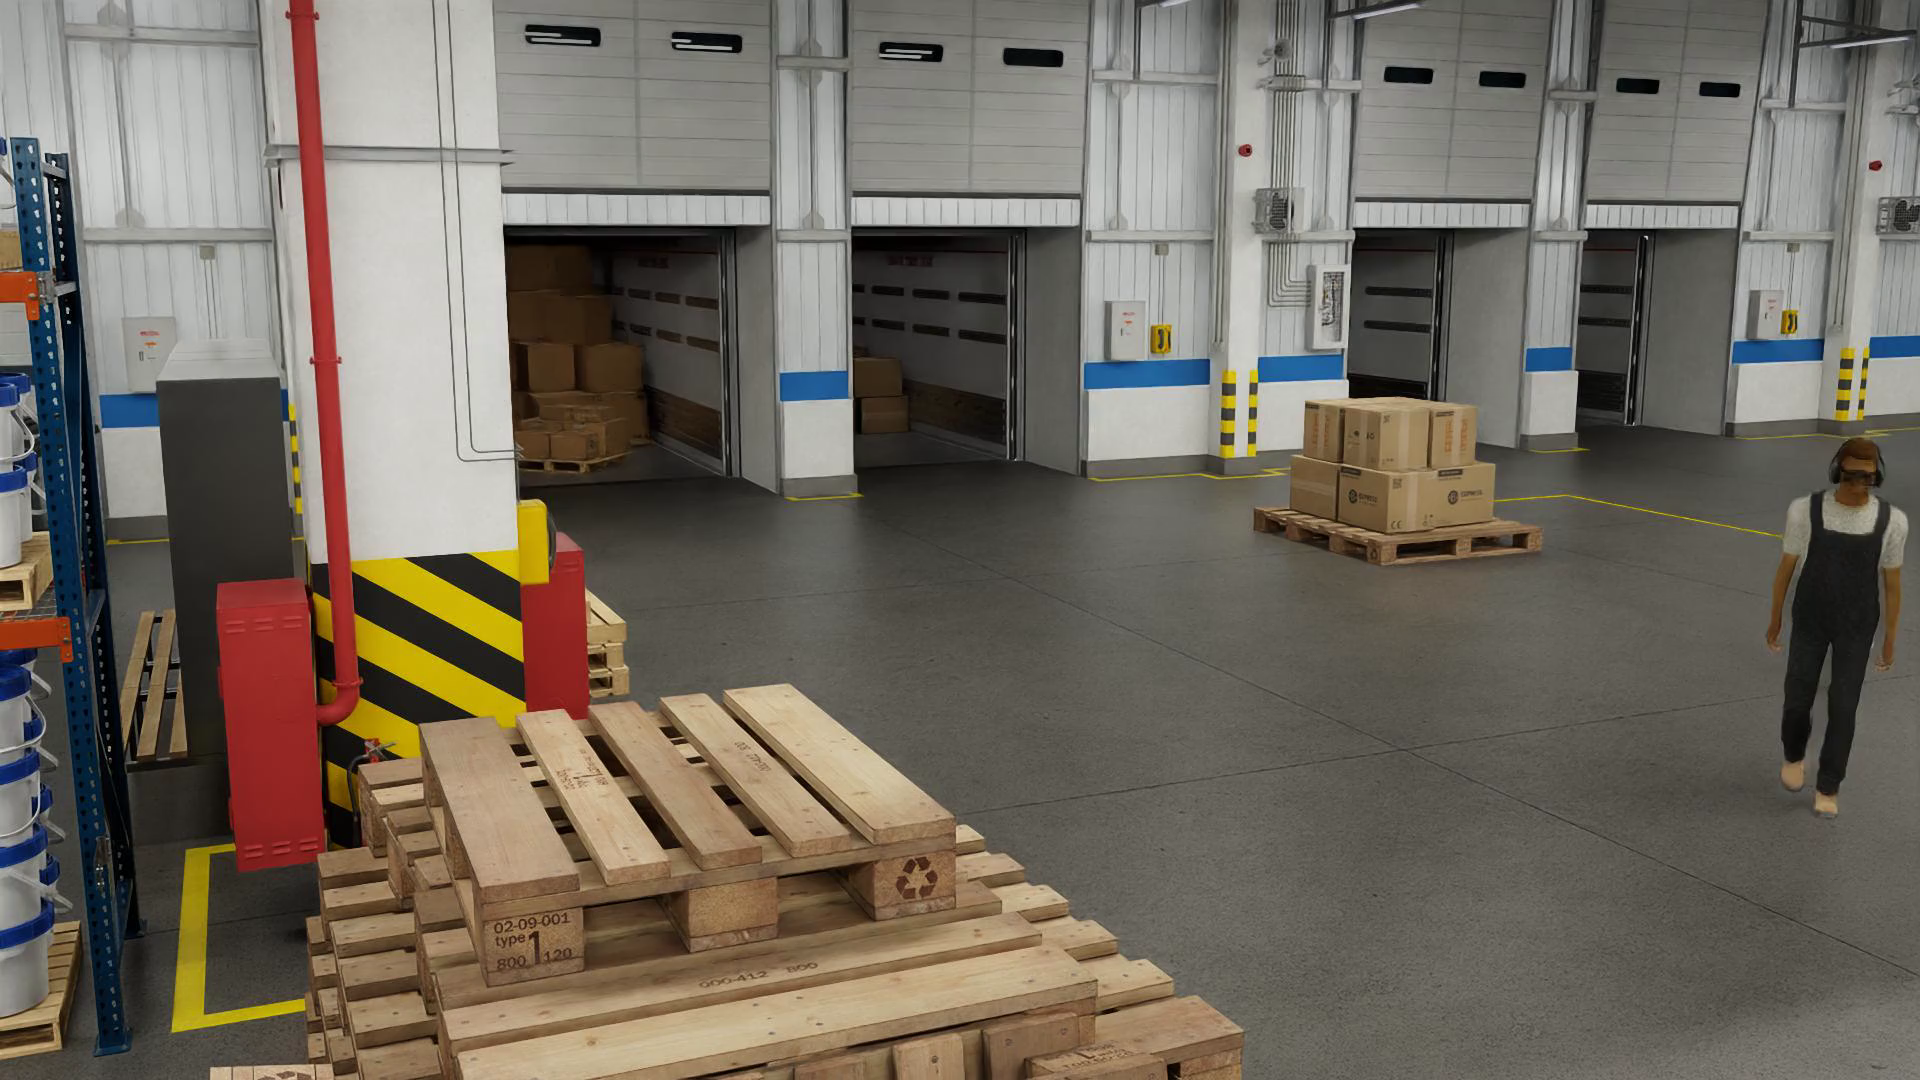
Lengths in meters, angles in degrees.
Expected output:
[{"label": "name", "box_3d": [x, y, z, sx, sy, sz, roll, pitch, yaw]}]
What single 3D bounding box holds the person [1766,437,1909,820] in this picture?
[{"label": "person", "box_3d": [4.120, 0.405, 7.852, 0.542, 1.826, 0.464, 4, 11, 23]}]
